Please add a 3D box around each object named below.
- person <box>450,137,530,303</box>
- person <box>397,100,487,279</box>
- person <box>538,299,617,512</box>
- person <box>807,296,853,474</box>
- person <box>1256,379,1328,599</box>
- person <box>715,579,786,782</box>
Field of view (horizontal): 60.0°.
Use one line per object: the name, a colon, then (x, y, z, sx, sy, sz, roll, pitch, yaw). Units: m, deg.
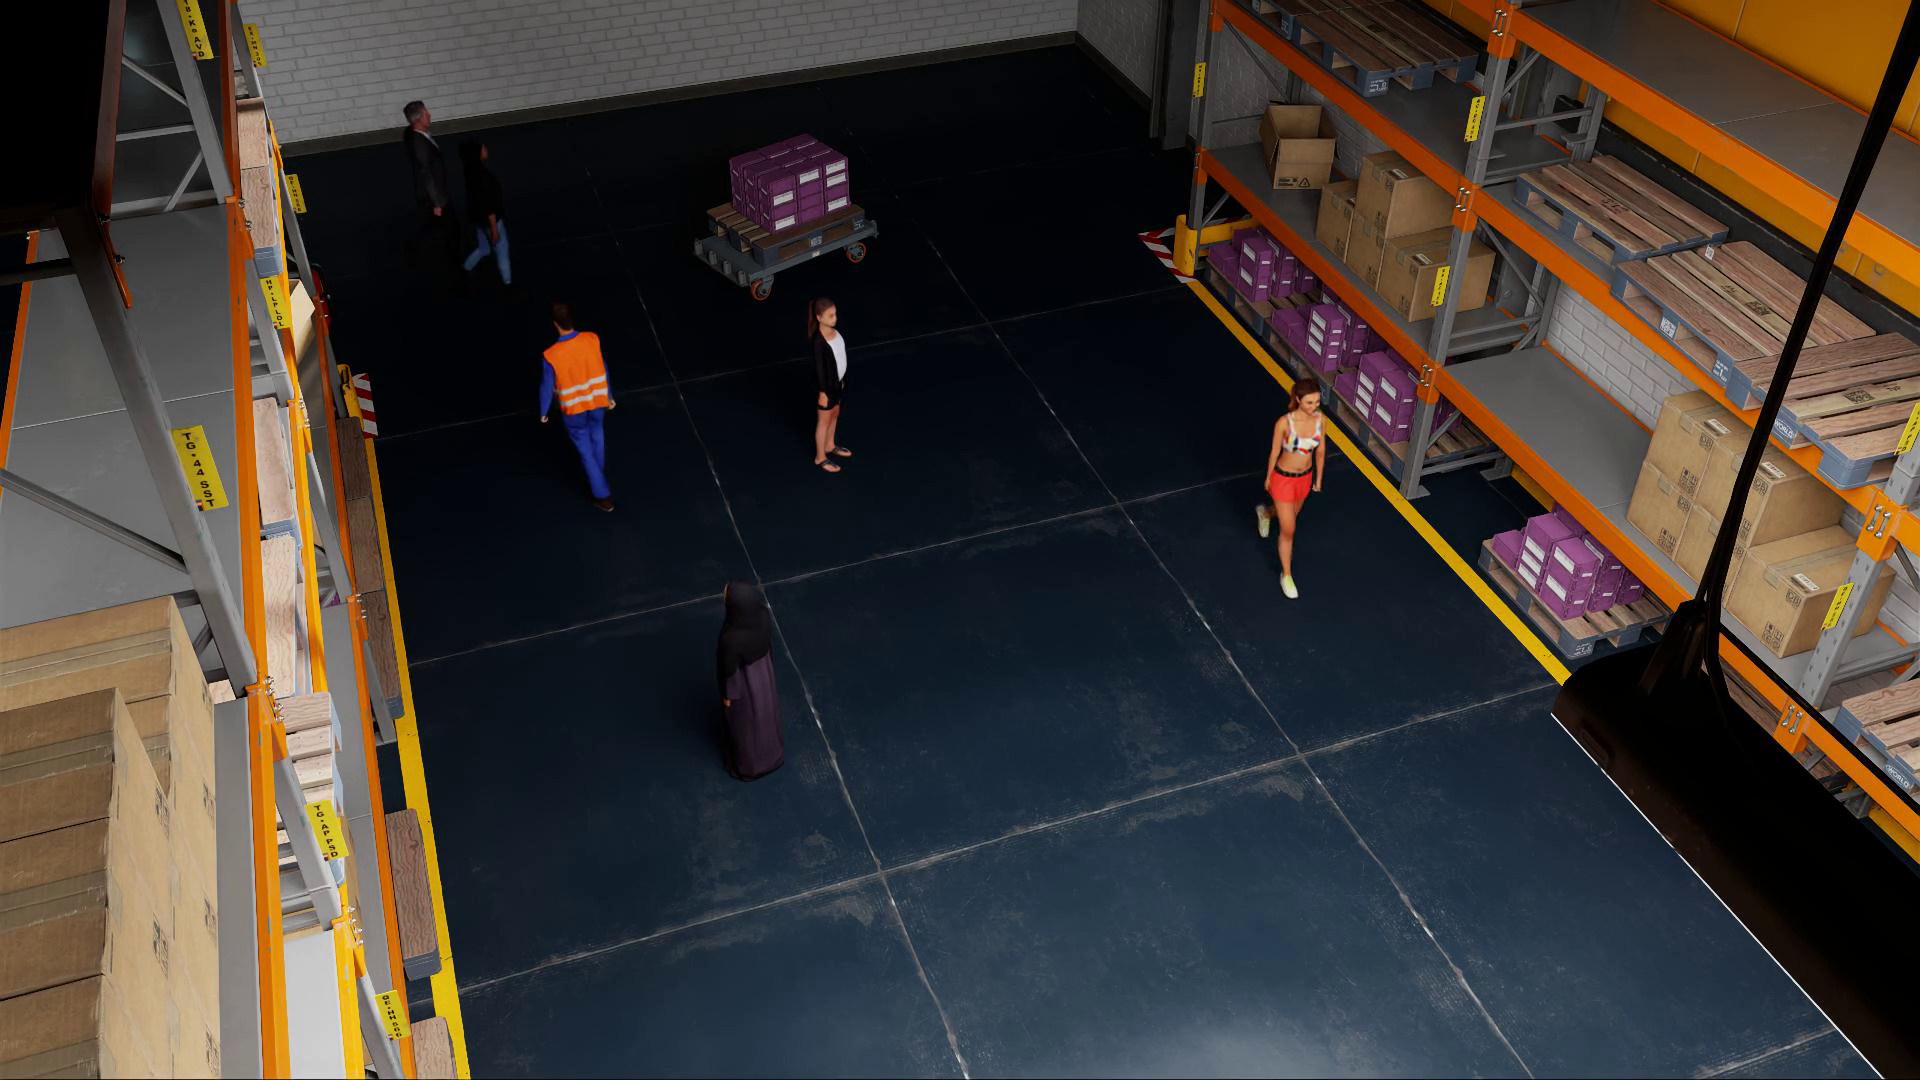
person: (-4.477, -2.923, 15.468, 0.827, 1.688, 0.950, -28, 46, -30)
person: (-5.084, -3.299, 15.830, 0.816, 1.824, 0.955, -15, 41, -18)
person: (-2.903, -1.002, 12.936, 0.890, 1.846, 0.998, -27, 46, -29)
person: (-1.078, -1.295, 13.536, 0.703, 1.555, 0.638, 14, 41, 17)
person: (2.430, -0.490, 12.366, 0.630, 1.758, 1.125, -10, 40, -12)
person: (-1.381, 0.887, 10.757, 0.747, 1.613, 0.712, 26, 45, 28)
